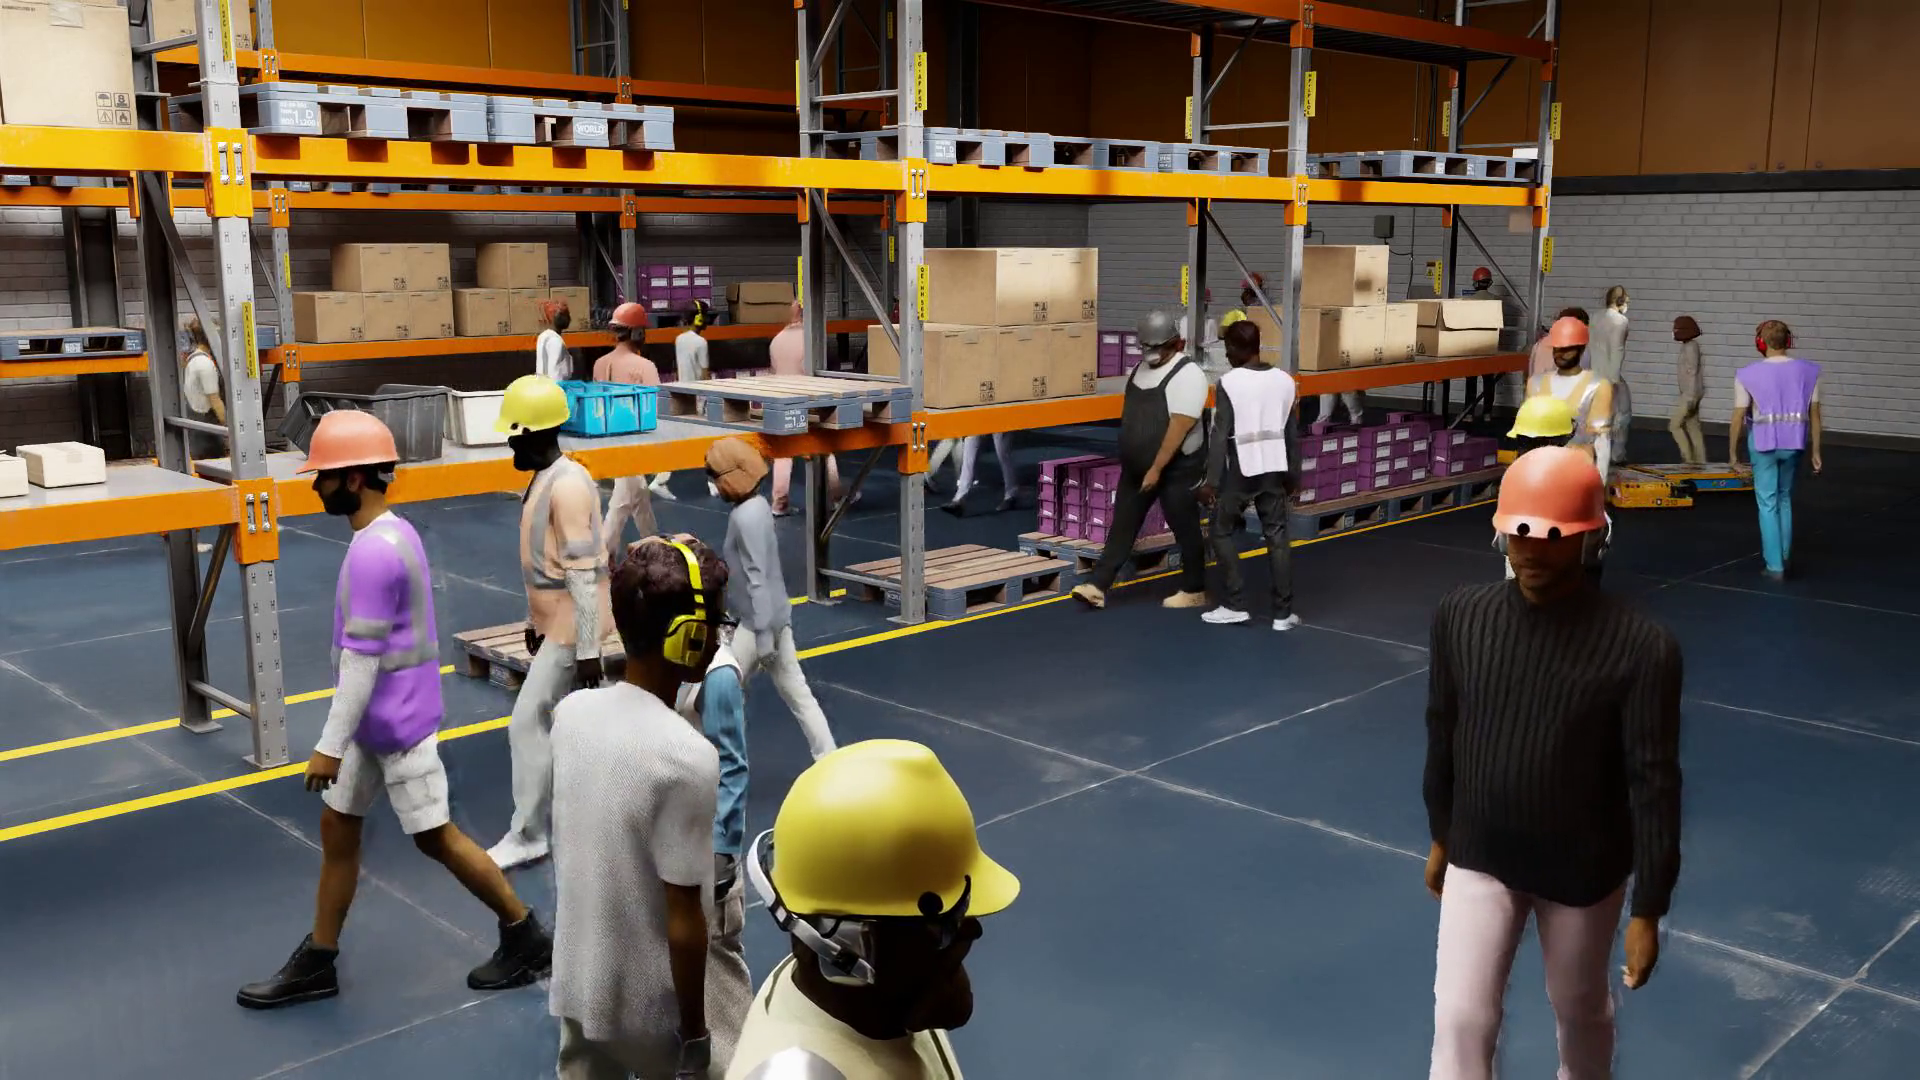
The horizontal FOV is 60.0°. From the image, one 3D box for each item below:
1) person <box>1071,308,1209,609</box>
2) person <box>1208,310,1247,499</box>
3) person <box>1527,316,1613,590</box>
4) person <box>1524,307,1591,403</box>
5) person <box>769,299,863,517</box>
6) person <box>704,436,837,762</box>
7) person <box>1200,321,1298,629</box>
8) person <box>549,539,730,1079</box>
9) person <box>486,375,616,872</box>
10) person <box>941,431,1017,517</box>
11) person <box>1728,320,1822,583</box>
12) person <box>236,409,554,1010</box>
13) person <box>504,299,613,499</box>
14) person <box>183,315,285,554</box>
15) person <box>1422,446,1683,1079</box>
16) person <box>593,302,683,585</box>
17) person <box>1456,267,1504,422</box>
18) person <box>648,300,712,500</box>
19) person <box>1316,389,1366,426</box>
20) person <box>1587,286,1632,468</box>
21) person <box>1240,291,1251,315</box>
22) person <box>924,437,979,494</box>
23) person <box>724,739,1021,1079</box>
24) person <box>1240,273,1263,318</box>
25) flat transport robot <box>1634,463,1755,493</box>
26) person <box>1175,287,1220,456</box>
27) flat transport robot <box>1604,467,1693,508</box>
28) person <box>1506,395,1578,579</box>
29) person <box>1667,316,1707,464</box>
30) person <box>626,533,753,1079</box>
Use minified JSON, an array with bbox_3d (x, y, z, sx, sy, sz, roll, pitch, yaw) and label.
[{"bbox_3d":[1.234,-0.524,10.502,1.000,2.000,0.711,-7,13,-35],"label":"person"},{"bbox_3d":[2.551,-1.249,15.305,0.738,1.713,0.512,-10,14,-42],"label":"person"},{"bbox_3d":[3.830,-0.452,10.467,0.548,1.916,0.796,10,14,43],"label":"person"},{"bbox_3d":[5.094,-1.033,13.899,0.841,1.805,0.645,-2,11,-13],"label":"person"},{"bbox_3d":[-1.278,-1.144,14.356,0.674,1.868,0.879,9,14,41],"label":"person"},{"bbox_3d":[-0.875,0.352,6.958,0.849,1.576,0.502,0,10,0],"label":"person"},{"bbox_3d":[1.771,-0.391,10.190,0.698,1.882,0.558,-5,12,-28],"label":"person"},{"bbox_3d":[-0.580,0.899,3.301,0.547,1.826,0.845,9,13,39],"label":"person"},{"bbox_3d":[-1.583,0.325,6.268,0.799,1.886,0.677,-3,11,-16],"label":"person"},{"bbox_3d":[0.210,-1.052,14.236,0.544,1.713,0.926,8,13,37],"label":"person"},{"bbox_3d":[5.676,-0.624,11.648,0.600,1.811,0.624,1,10,4],"label":"person"},{"bbox_3d":[-1.747,0.535,5.158,0.972,1.893,0.542,-4,11,-20],"label":"person"},{"bbox_3d":[-3.724,-1.269,15.137,0.966,1.844,0.591,-5,12,-26],"label":"person"},{"bbox_3d":[-5.615,-0.800,12.642,0.905,1.806,0.517,-5,12,-26],"label":"person"},{"bbox_3d":[1.351,0.742,3.887,0.640,1.938,1.052,8,13,38],"label":"person"},{"bbox_3d":[-2.171,-0.642,11.408,1.001,1.942,0.633,-10,14,-43],"label":"person"},{"bbox_3d":[6.724,-2.524,21.533,0.612,1.995,0.376,-3,11,-15],"label":"person"},{"bbox_3d":[-2.449,-1.282,15.235,0.965,1.829,0.534,-7,12,-33],"label":"person"},{"bbox_3d":[3.914,-1.604,16.766,0.900,1.894,0.654,-9,14,-41],"label":"person"},{"bbox_3d":[6.599,-1.610,16.822,0.747,1.891,0.706,-2,11,-10],"label":"person"},{"bbox_3d":[4.052,-2.673,23.315,0.514,1.640,0.310,-5,12,-27],"label":"person"},{"bbox_3d":[-0.106,-1.389,15.647,0.594,1.899,0.932,9,14,39],"label":"person"},{"bbox_3d":[-0.102,1.129,2.056,0.404,1.830,0.602,0,10,2],"label":"person"},{"bbox_3d":[3.851,-2.646,22.467,0.922,1.893,0.561,4,11,20],"label":"person"},{"bbox_3d":[6.969,-0.581,15.640,1.431,0.197,0.652,-2,11,-9],"label":"flat transport robot"},{"bbox_3d":[2.551,-1.780,17.803,1.011,1.887,0.550,-7,13,-35],"label":"person"},{"bbox_3d":[5.994,-0.502,15.209,0.652,0.197,1.431,-2,11,-9],"label":"flat transport robot"},{"bbox_3d":[2.370,0.272,6.905,0.363,1.754,0.534,-2,11,-11],"label":"person"},{"bbox_3d":[7.294,-1.425,16.603,0.443,1.602,0.514,3,11,18],"label":"person"},{"bbox_3d":[-0.734,0.786,4.453,0.312,1.639,0.520,-8,13,-36],"label":"person"}]
